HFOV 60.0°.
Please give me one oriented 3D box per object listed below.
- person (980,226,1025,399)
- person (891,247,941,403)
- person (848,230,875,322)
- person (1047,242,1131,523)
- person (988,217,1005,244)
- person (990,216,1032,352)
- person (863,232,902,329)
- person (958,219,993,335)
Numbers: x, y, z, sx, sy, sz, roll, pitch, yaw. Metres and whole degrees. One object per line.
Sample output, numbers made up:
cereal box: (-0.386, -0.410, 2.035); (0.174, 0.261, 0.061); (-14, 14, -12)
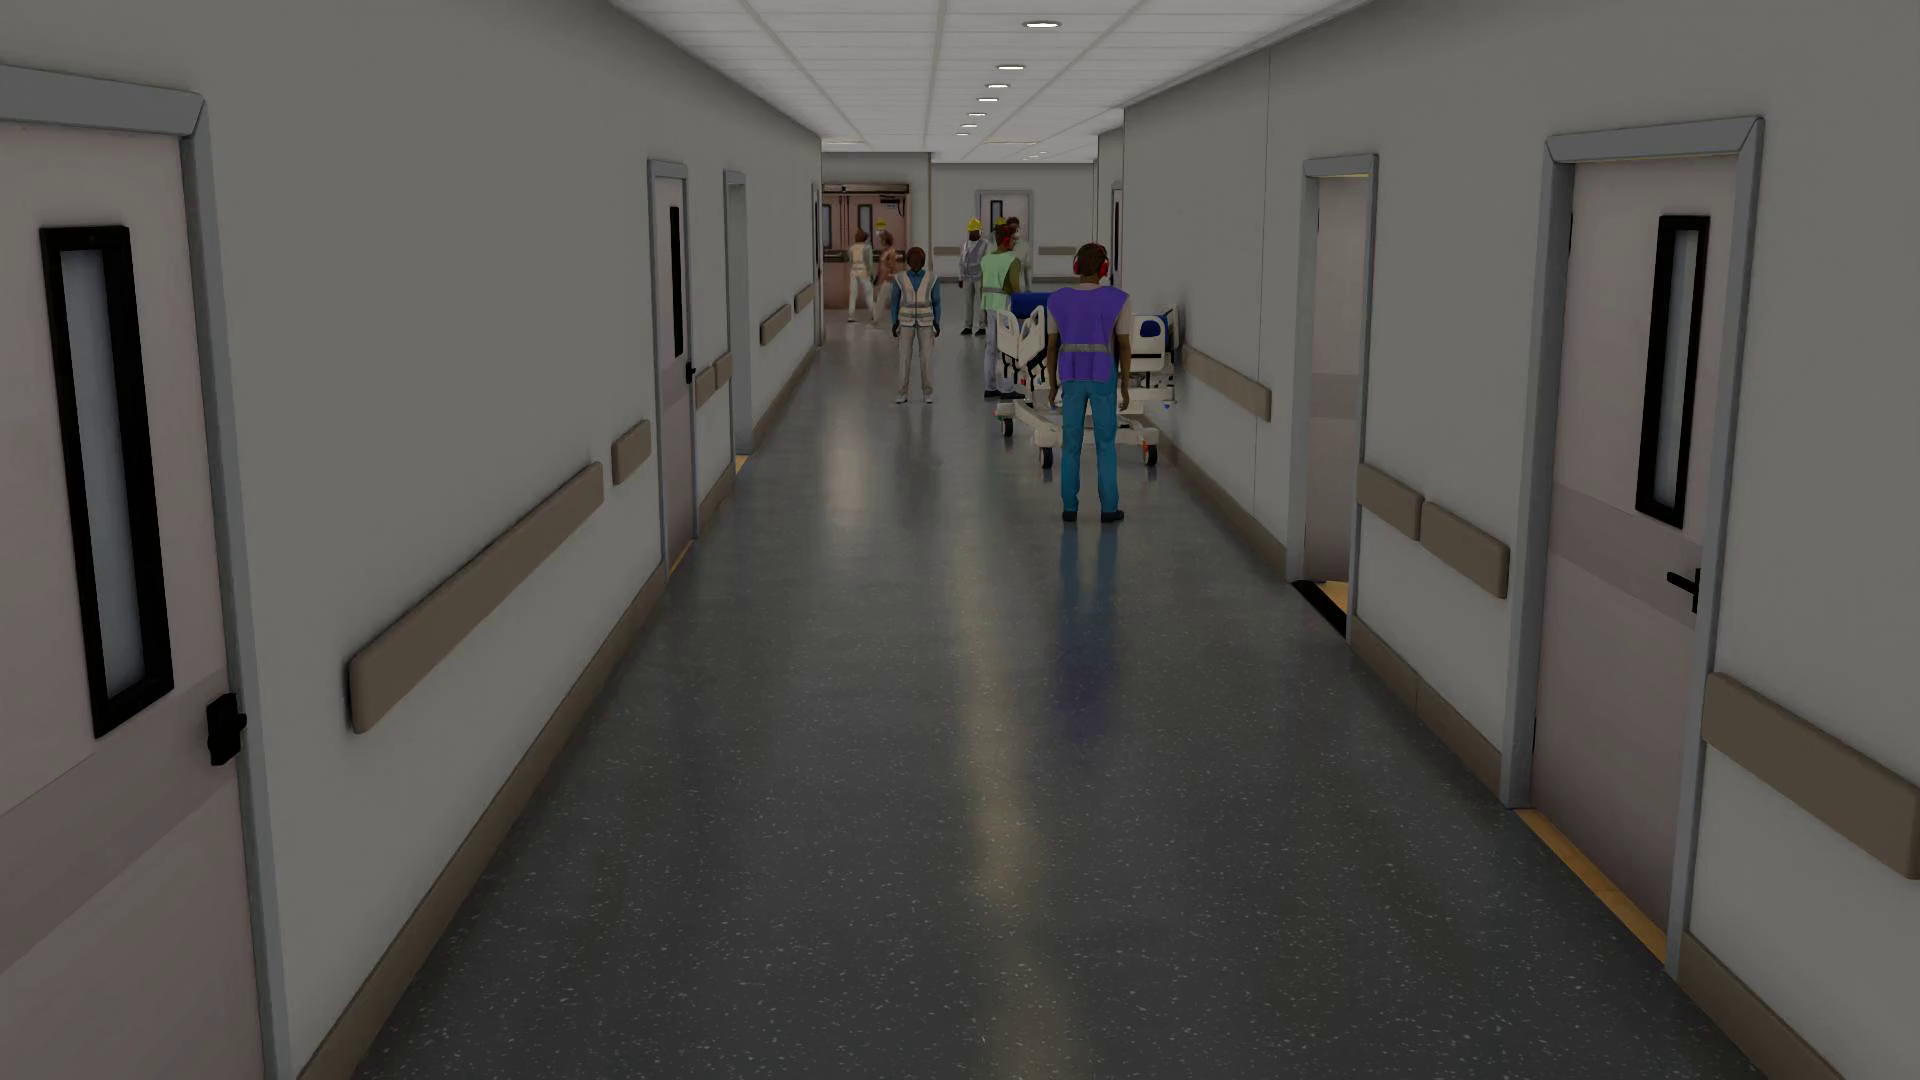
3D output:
person: (0.434, -2.432, 17.834); (0.372, 1.840, 0.571); (-10, 15, -40)
person: (-0.460, -2.246, 17.430); (0.523, 1.636, 0.310); (0, 12, 0)
person: (-1.700, -4.618, 29.107); (0.549, 1.581, 0.883); (6, 13, 27)
person: (0.844, -1.027, 10.977); (0.565, 1.846, 0.389); (3, 12, 15)
person: (0.866, -6.234, 36.684); (0.497, 1.761, 0.434); (-1, 12, -3)
person: (0.683, -3.506, 22.947); (0.644, 1.902, 1.006); (-9, 15, -37)
person: (-1.149, -4.288, 27.493); (0.891, 1.591, 0.502); (-2, 12, -11)
person: (0.230, -4.130, 26.161); (0.591, 1.824, 0.403); (7, 14, 31)
